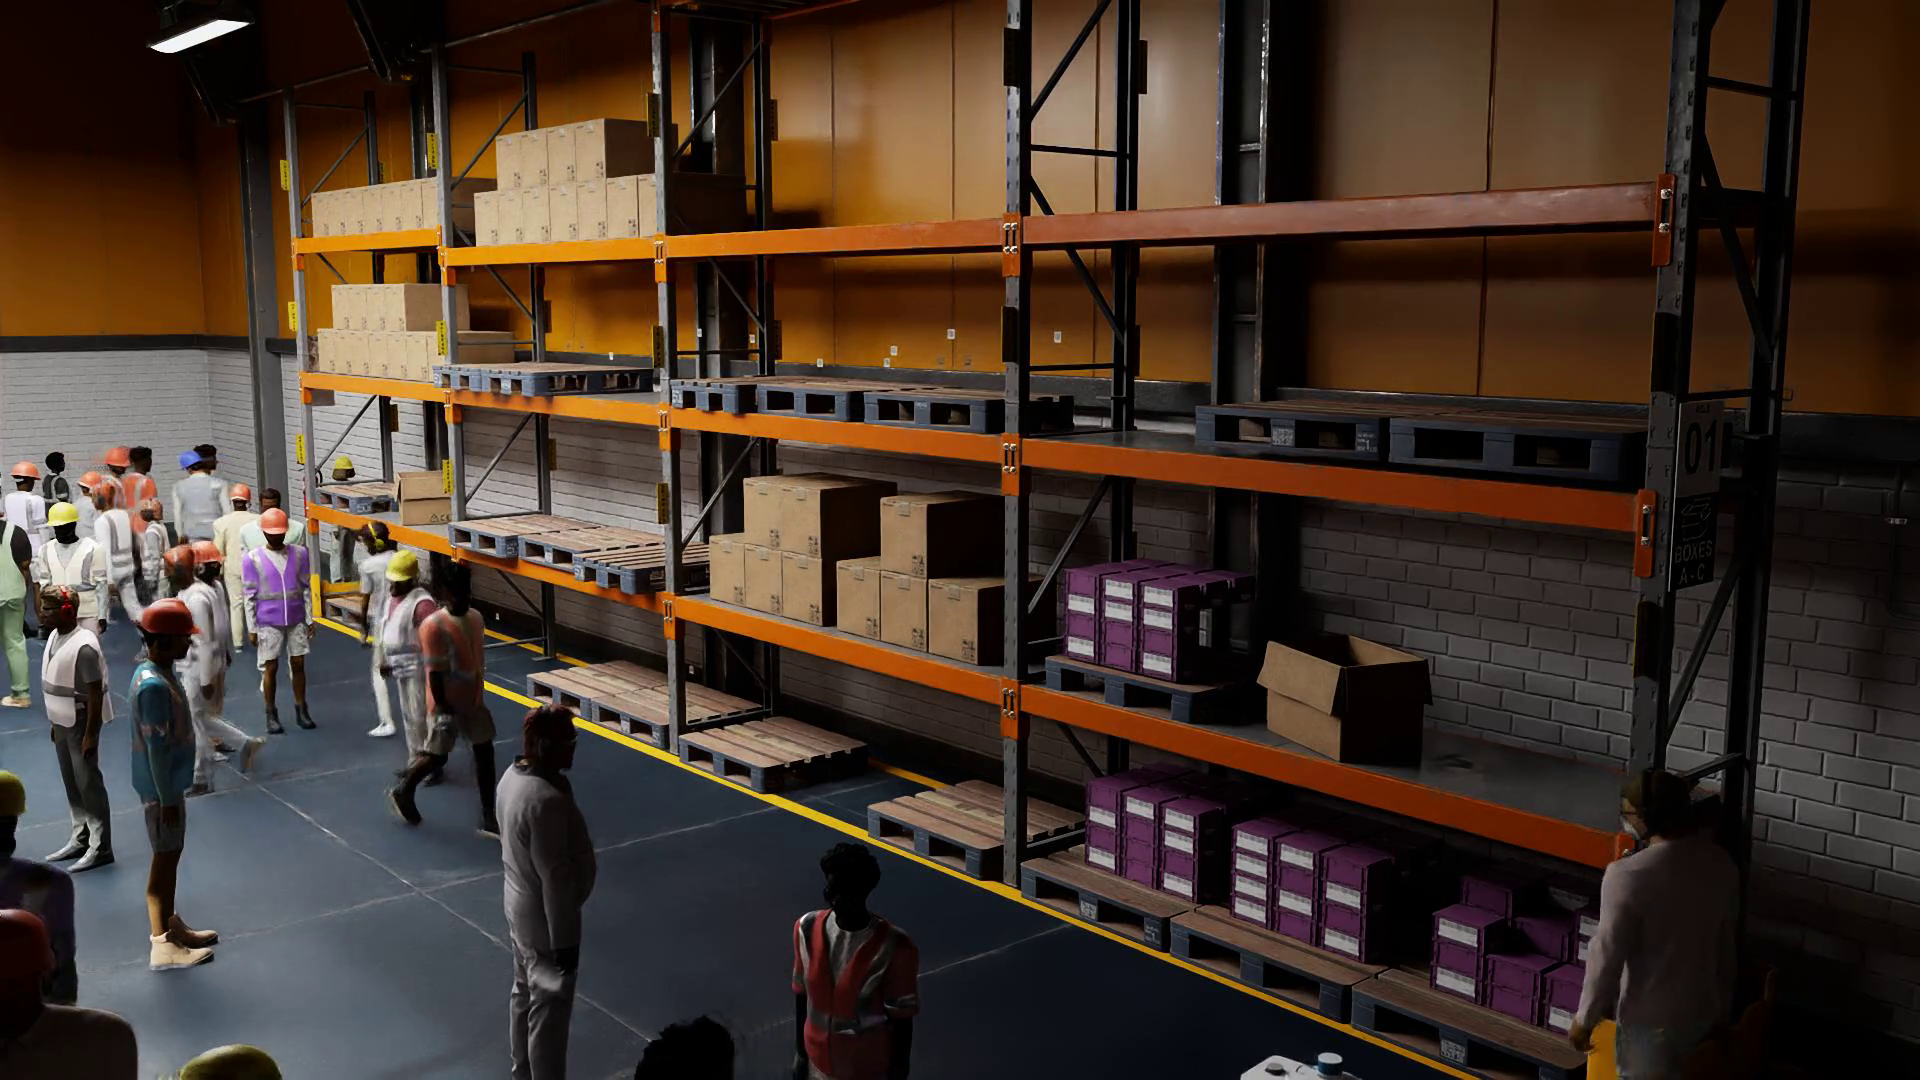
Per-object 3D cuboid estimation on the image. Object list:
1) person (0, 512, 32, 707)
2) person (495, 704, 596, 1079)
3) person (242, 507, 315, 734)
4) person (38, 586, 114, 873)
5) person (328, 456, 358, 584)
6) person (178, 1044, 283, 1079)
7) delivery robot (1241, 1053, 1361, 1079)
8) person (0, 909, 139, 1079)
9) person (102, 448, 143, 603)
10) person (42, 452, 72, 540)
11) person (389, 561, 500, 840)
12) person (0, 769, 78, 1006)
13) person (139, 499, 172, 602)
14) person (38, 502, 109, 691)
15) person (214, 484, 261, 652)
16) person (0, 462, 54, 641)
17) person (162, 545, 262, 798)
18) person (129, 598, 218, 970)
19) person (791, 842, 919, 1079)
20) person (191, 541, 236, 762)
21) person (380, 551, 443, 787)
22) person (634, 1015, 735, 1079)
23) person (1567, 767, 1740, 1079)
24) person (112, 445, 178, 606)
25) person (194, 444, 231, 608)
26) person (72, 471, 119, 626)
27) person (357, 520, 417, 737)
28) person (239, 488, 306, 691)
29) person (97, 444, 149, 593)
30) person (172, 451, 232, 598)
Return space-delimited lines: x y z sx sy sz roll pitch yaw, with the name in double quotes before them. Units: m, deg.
"person" -8.612 0.518 14.747 0.536 2.000 0.682 4 9 26
"person" -1.794 1.656 7.319 0.400 1.903 0.644 -5 9 -29
"person" -5.740 0.677 14.055 0.549 1.925 0.384 -7 11 -39
"person" -5.681 1.196 10.705 0.574 1.843 0.375 7 11 41
"person" -7.577 -0.164 20.511 0.306 1.745 0.483 2 9 16
"person" -1.823 2.128 4.121 0.666 1.877 0.747 4 9 23
"delivery robot" 1.510 2.350 6.820 0.707 0.478 0.477 8 11 42
"person" -2.622 1.990 4.715 0.620 1.986 0.408 -4 9 -24
"person" -10.072 -0.164 19.960 0.388 1.904 0.590 -3 9 -17
"person" -11.697 -0.297 21.602 0.534 1.697 0.318 7 10 38
"person" -3.488 1.075 11.324 0.949 1.923 0.593 4 9 27
"person" -3.677 1.801 6.402 0.593 1.879 0.950 -3 9 -20
"person" -8.216 0.388 17.030 0.315 1.641 0.515 -3 9 -18
"person" -7.694 0.621 14.456 0.583 1.921 0.394 0 8 -2
"person" -7.444 0.289 17.324 0.561 1.753 0.330 -3 9 -18
"person" -10.001 0.121 17.887 0.543 1.931 0.371 2 8 11
"person" -5.580 0.951 12.328 0.618 1.871 0.613 -5 10 -31
"person" -4.332 1.328 9.152 0.404 2.035 0.606 -3 9 -22
"person" -0.391 1.929 6.160 0.530 1.689 0.321 4 9 28
"person" -5.956 0.877 13.229 0.321 1.755 0.563 0 8 -3
"person" -4.149 0.957 12.519 0.414 1.815 0.744 -7 11 -41
"person" -0.567 2.095 4.191 0.632 1.913 0.775 2 8 13
"person" 2.711 1.815 6.267 0.635 1.902 0.862 -5 10 -31
"person" -9.789 -0.164 19.850 0.615 1.942 0.878 7 11 40
"person" -8.922 -0.162 19.725 0.368 1.967 0.600 -5 9 -30
"person" -9.719 0.099 18.664 0.571 1.747 0.338 6 10 37
"person" -4.737 0.732 14.002 0.594 1.836 0.432 -8 11 -42
"person" -6.425 0.456 15.622 0.589 1.913 0.393 -3 9 -21
"person" -10.318 -0.237 20.536 0.668 1.878 0.770 -4 9 -27
"person" -8.879 -0.103 19.552 0.670 1.898 0.470 -3 9 -18
